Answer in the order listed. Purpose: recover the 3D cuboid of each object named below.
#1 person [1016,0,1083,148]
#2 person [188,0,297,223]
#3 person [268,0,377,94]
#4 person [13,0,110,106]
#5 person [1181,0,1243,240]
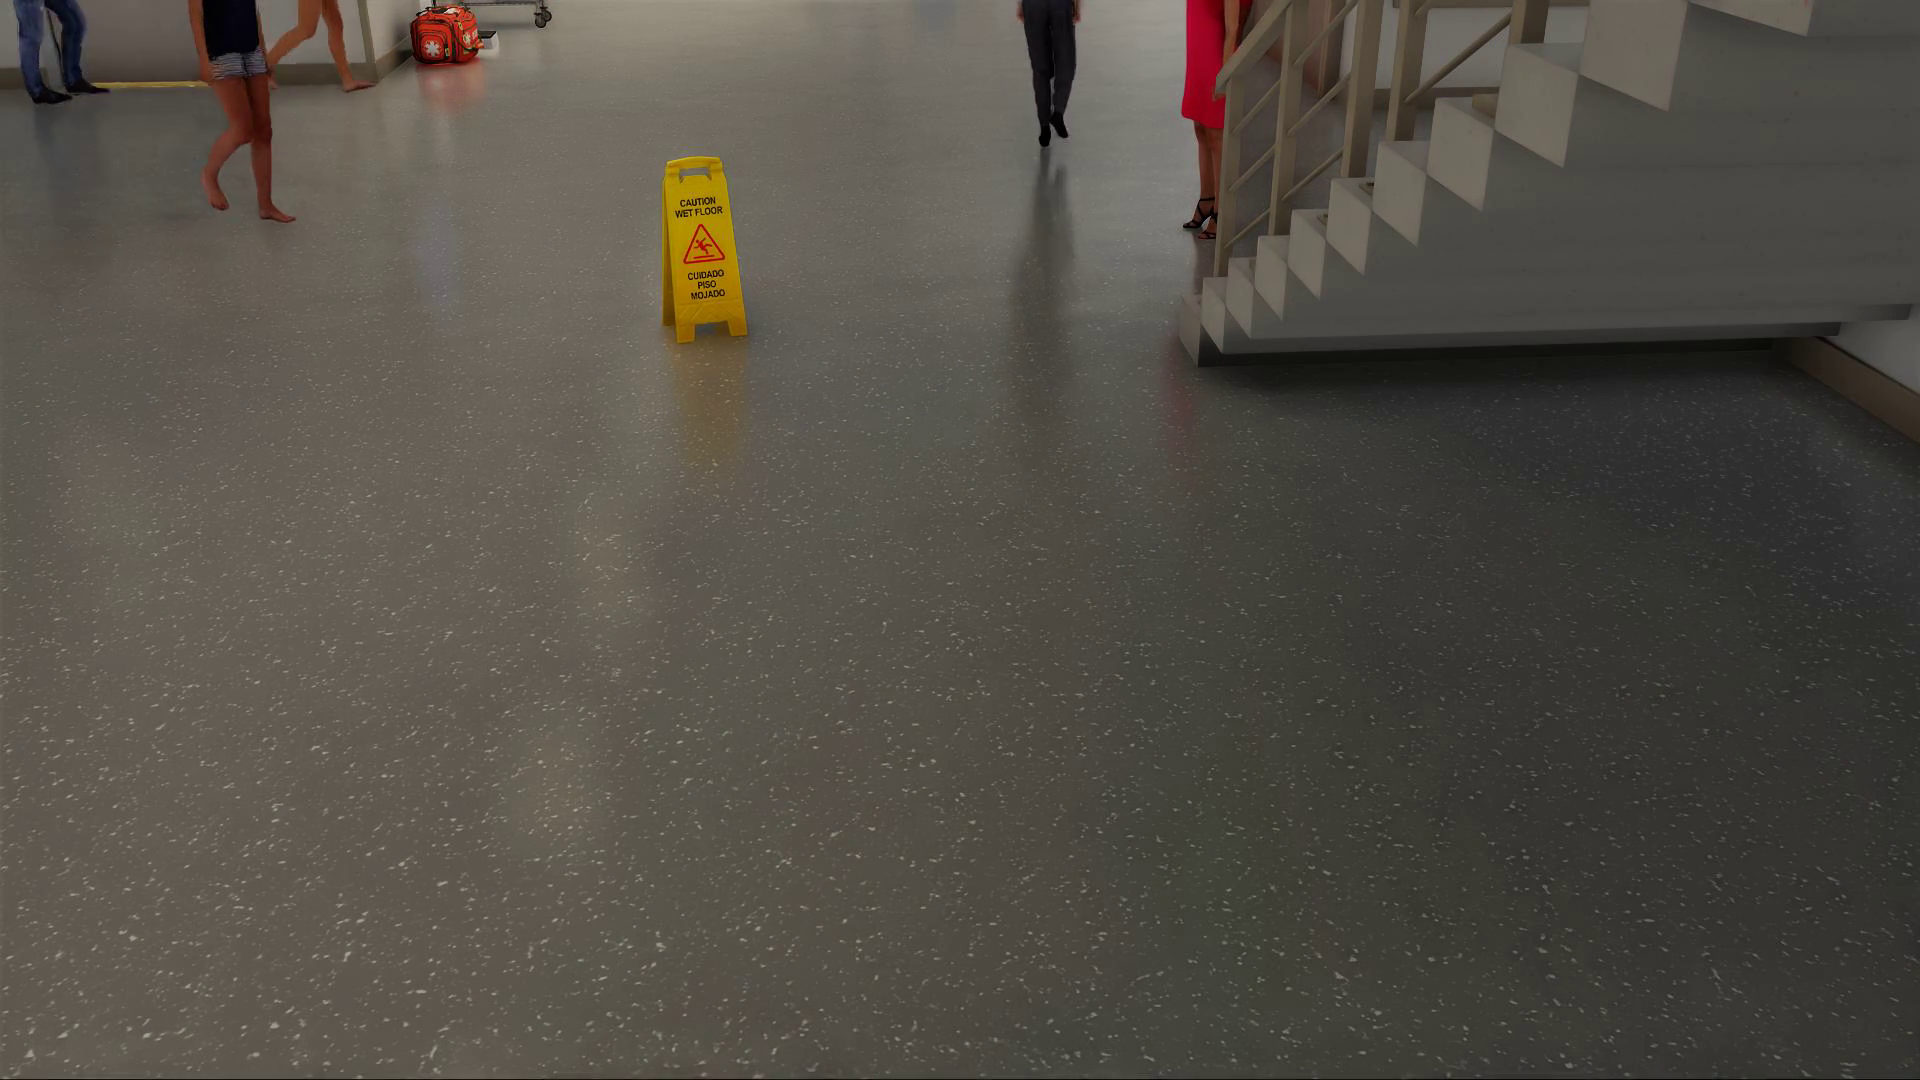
[{"bbox_3d":[0.551,-3.353,10.516,0.675,1.770,0.781,4,26,7],"label":"person"},{"bbox_3d":[-3.960,-2.579,8.929,0.800,1.754,0.784,9,27,18],"label":"person"},{"bbox_3d":[-4.830,-4.084,12.114,0.963,1.698,1.098,-13,29,-25],"label":"person"},{"bbox_3d":[-6.735,-4.049,11.881,0.746,1.838,0.662,-3,26,-6],"label":"person"},{"bbox_3d":[1.338,-2.465,8.723,0.657,1.727,0.512,-5,26,-11],"label":"person"}]
